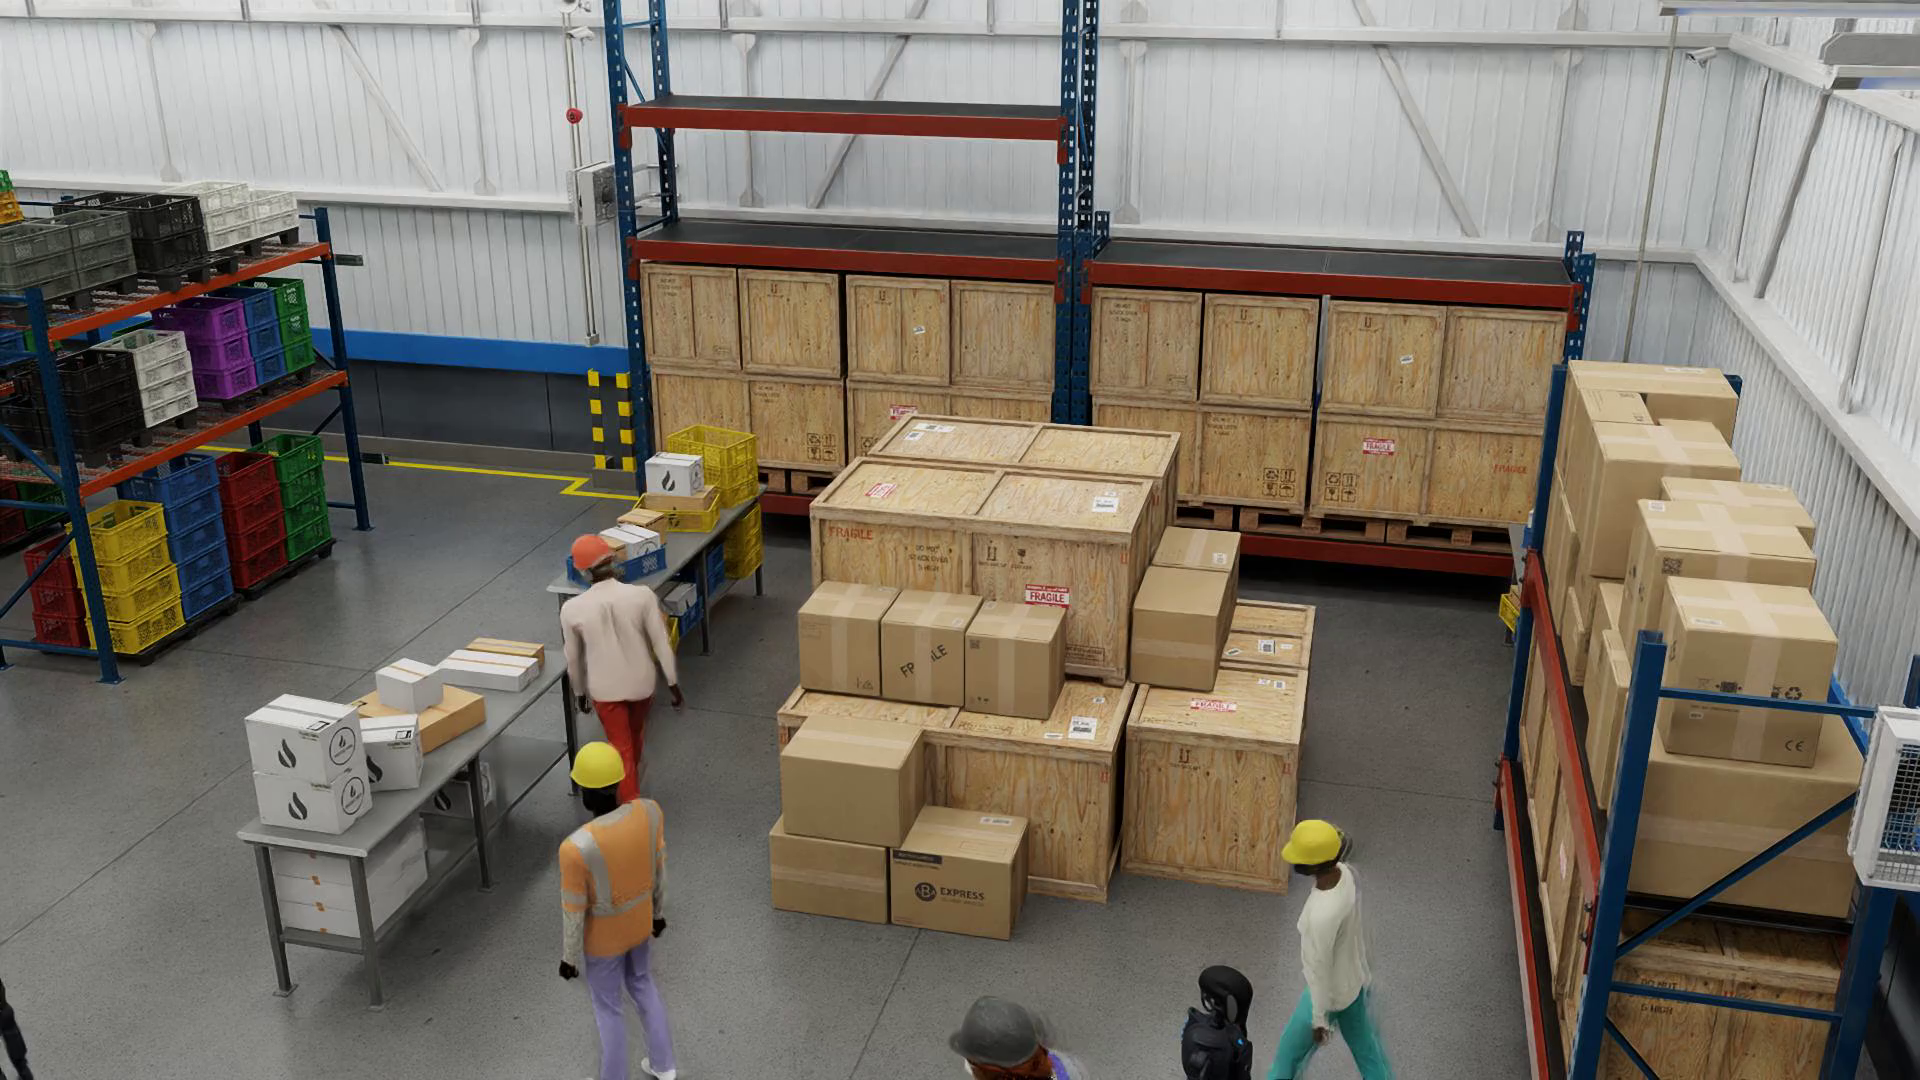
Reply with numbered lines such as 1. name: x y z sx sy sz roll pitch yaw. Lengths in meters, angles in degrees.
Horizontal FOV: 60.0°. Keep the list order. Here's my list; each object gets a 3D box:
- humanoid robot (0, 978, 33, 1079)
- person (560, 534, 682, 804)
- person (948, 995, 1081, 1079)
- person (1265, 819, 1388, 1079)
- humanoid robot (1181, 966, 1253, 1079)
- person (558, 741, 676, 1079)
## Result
1. humanoid robot: -4.235 2.320 7.009 0.365 1.648 0.596 15 25 34
2. person: -2.108 0.897 10.395 0.664 1.914 1.008 -8 22 -21
3. person: 0.175 2.504 6.016 0.579 2.000 0.695 10 23 24
4. person: 1.652 2.039 7.684 0.892 1.710 0.591 10 23 23
5. humanoid robot: 1.009 2.425 6.725 0.328 1.652 0.579 12 24 28
6. person: -1.647 1.839 7.921 0.371 1.929 0.589 14 25 33
